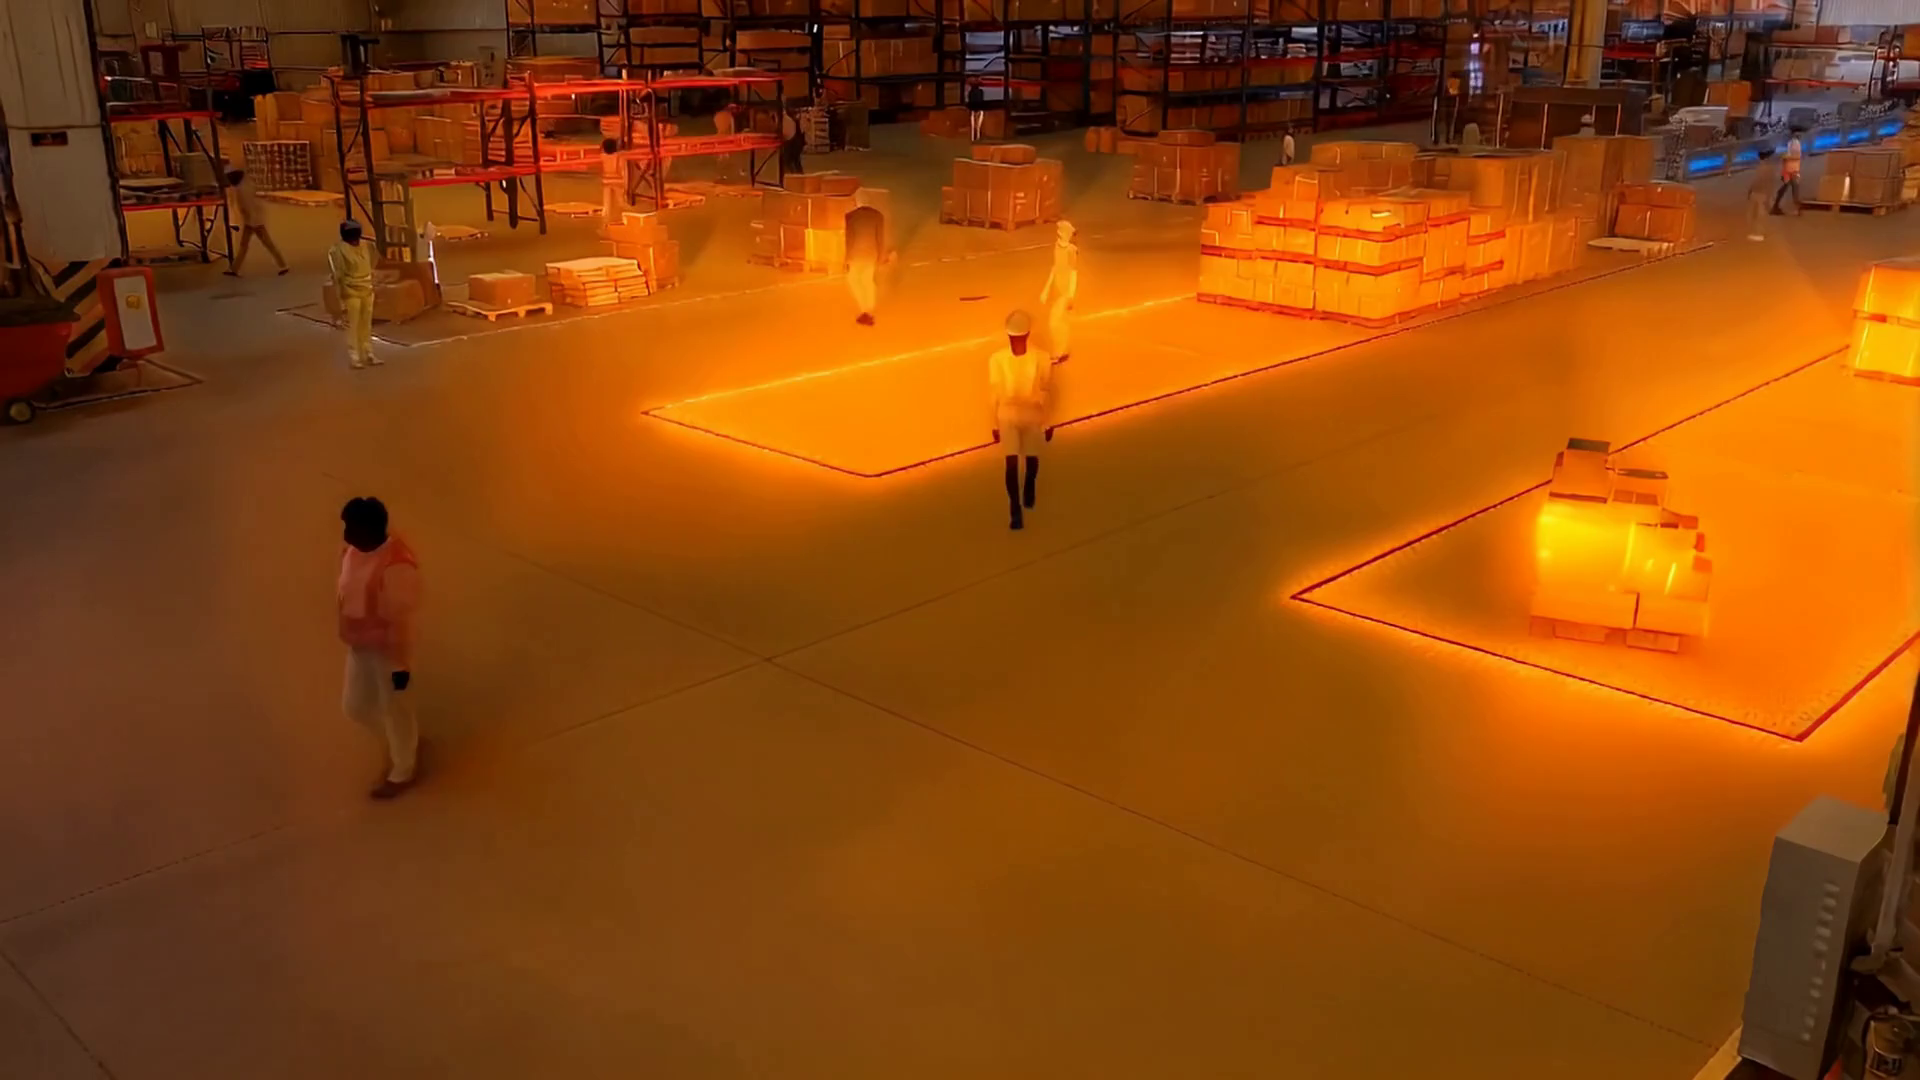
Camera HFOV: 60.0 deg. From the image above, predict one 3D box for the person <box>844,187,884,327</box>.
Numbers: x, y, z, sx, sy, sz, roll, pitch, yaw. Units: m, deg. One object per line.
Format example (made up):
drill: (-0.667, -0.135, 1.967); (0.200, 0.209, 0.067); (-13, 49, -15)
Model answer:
person: (-1.348, -3.914, 23.067); (0.657, 1.922, 0.439); (-14, 23, -35)

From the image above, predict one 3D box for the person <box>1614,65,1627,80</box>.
person: (23.675, -16.090, 59.757); (0.471, 1.916, 0.580); (1, 18, 4)

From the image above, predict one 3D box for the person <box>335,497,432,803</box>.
person: (-3.318, 0.623, 9.544); (0.653, 1.829, 0.443); (17, 25, 42)

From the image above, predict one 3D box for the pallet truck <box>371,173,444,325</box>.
pallet truck: (-8.209, -4.181, 23.757); (0.823, 1.965, 1.885); (3, 19, 9)

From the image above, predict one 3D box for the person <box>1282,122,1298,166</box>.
person: (6.932, -7.849, 35.010); (0.314, 1.869, 0.537); (0, 18, 0)

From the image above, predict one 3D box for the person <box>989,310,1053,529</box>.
person: (0.529, -1.075, 14.521); (0.570, 1.926, 0.607); (1, 18, 4)

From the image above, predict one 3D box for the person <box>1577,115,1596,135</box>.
person: (13.718, -8.402, 36.659); (0.565, 1.890, 0.995); (-12, 22, -31)

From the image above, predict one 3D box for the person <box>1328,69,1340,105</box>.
person: (14.700, -17.747, 65.203); (0.520, 1.620, 0.341); (-14, 23, -36)

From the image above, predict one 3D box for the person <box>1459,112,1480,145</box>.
person: (12.625, -9.806, 41.299); (0.500, 1.621, 0.335); (-8, 20, -22)

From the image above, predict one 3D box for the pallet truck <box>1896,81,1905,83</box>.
pallet truck: (34.802, -16.331, 61.455); (0.653, 1.274, 1.630); (17, 25, 41)

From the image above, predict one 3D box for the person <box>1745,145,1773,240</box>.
person: (14.944, -6.503, 31.151); (0.541, 1.749, 0.566); (-16, 24, -40)

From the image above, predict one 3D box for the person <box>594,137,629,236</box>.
person: (-6.636, -6.721, 31.664); (0.579, 1.831, 0.978); (7, 20, 20)

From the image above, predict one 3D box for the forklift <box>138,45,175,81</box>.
forklift: (-25.348, -14.259, 52.741); (1.129, 2.768, 1.873); (3, 19, 10)

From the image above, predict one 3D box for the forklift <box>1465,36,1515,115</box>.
forklift: (19.973, -17.201, 61.605); (1.873, 2.768, 1.129); (16, 24, 40)

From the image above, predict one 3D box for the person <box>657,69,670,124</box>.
person: (-10.087, -15.045, 56.630); (0.589, 1.912, 0.390); (13, 23, 35)

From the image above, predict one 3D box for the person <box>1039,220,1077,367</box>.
person: (1.218, -3.042, 20.578); (0.419, 1.831, 0.551); (-5, 19, -15)

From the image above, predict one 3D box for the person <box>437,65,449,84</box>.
person: (-18.345, -15.936, 59.280); (0.366, 1.931, 0.542); (5, 19, 15)

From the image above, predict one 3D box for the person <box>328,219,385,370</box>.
person: (-7.449, -3.041, 20.568); (0.429, 1.844, 0.627); (7, 20, 19)

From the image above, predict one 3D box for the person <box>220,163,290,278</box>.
person: (-11.514, -5.182, 27.030); (1.065, 1.851, 0.665); (-15, 23, -37)

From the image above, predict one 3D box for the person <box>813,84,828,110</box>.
person: (-4.410, -13.610, 52.728); (0.521, 1.638, 0.311); (3, 19, 8)

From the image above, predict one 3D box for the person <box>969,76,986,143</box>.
person: (0.532, -13.129, 50.720); (0.380, 1.995, 0.611); (-16, 24, -39)

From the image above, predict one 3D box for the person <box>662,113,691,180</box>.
person: (-7.089, -9.706, 41.018); (0.863, 1.598, 0.525); (-11, 21, -30)

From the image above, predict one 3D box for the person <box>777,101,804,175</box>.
person: (-3.986, -9.318, 39.169); (0.537, 2.000, 0.697); (11, 21, 30)

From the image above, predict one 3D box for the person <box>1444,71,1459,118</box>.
person: (17.876, -16.195, 60.455); (0.532, 1.679, 0.394); (-13, 22, -34)

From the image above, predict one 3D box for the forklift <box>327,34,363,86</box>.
forklift: (-23.625, -18.244, 64.750); (1.129, 2.768, 1.873); (17, 25, 41)

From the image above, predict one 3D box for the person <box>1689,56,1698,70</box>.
person: (31.627, -20.050, 72.004); (0.543, 1.724, 0.896); (16, 24, 39)

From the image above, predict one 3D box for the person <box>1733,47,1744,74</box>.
person: (35.797, -21.576, 76.258); (1.040, 1.933, 0.651); (-17, 25, -42)

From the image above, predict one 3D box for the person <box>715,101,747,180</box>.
person: (-5.688, -9.855, 41.007); (0.646, 1.897, 0.930); (12, 22, 33)

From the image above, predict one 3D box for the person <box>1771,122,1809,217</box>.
person: (17.264, -7.626, 34.283); (0.816, 1.907, 0.550); (11, 21, 31)

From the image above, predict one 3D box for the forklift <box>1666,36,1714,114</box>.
forklift: (27.341, -17.291, 61.877); (1.129, 2.768, 1.873); (17, 25, 41)

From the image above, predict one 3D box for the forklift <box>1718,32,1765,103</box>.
forklift: (32.510, -19.520, 68.593); (1.873, 2.768, 1.129); (17, 25, 41)

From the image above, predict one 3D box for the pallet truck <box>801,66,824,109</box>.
pallet truck: (-4.812, -15.182, 56.903); (0.823, 1.965, 1.885); (-9, 21, -26)

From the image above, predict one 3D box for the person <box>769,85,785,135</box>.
person: (-5.668, -13.466, 52.277); (0.890, 1.644, 0.549); (9, 20, 25)

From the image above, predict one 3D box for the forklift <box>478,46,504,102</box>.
forklift: (-14.397, -13.832, 51.456); (1.129, 2.768, 1.873); (17, 25, 41)
